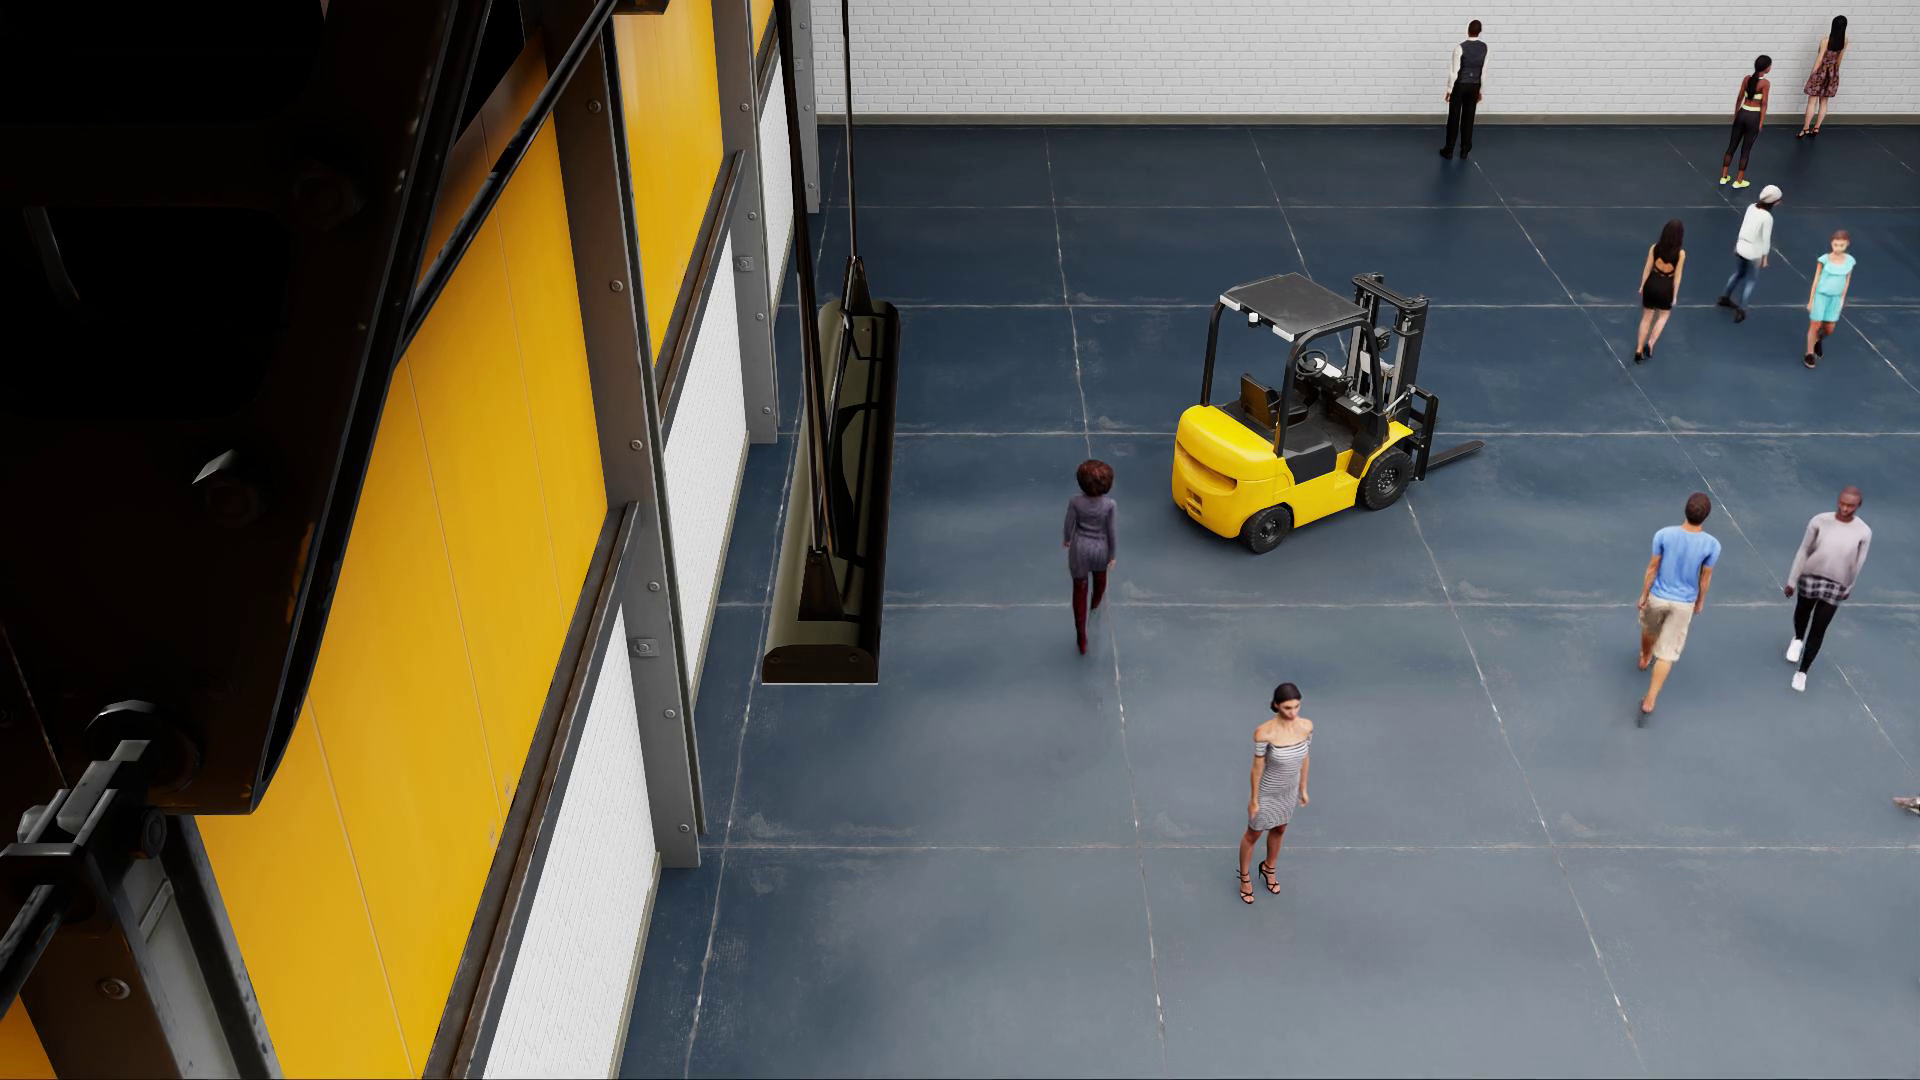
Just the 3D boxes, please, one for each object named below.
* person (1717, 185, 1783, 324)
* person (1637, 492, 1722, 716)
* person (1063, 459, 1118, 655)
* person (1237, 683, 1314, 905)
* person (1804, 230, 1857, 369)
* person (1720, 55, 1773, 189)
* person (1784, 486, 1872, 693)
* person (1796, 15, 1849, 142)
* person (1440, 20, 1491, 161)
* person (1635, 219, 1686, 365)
[{"bbox_3d":[8.934,-3.225,18.786,0.791,1.618,0.593,-13,36,-18],"label":"person"},{"bbox_3d":[5.543,0.514,12.967,1.042,1.834,1.319,16,37,23],"label":"person"},{"bbox_3d":[1.051,0.169,13.632,0.727,1.671,1.107,5,34,7],"label":"person"},{"bbox_3d":[2.109,1.698,11.196,0.668,1.822,0.652,-12,35,-17],"label":"person"},{"bbox_3d":[9.340,-2.636,17.969,0.616,1.543,0.693,6,34,9],"label":"person"},{"bbox_3d":[10.521,-5.598,22.233,0.704,1.755,0.621,-23,40,-30],"label":"person"},{"bbox_3d":[6.956,0.287,13.395,0.996,1.738,1.163,19,38,26],"label":"person"},{"bbox_3d":[12.313,-6.592,23.711,0.719,1.775,0.731,-7,34,-10],"label":"person"},{"bbox_3d":[7.008,-6.243,23.056,0.684,1.919,0.569,-1,34,-1],"label":"person"},{"bbox_3d":[7.480,-2.629,17.872,0.696,1.638,0.745,25,41,32],"label":"person"}]
